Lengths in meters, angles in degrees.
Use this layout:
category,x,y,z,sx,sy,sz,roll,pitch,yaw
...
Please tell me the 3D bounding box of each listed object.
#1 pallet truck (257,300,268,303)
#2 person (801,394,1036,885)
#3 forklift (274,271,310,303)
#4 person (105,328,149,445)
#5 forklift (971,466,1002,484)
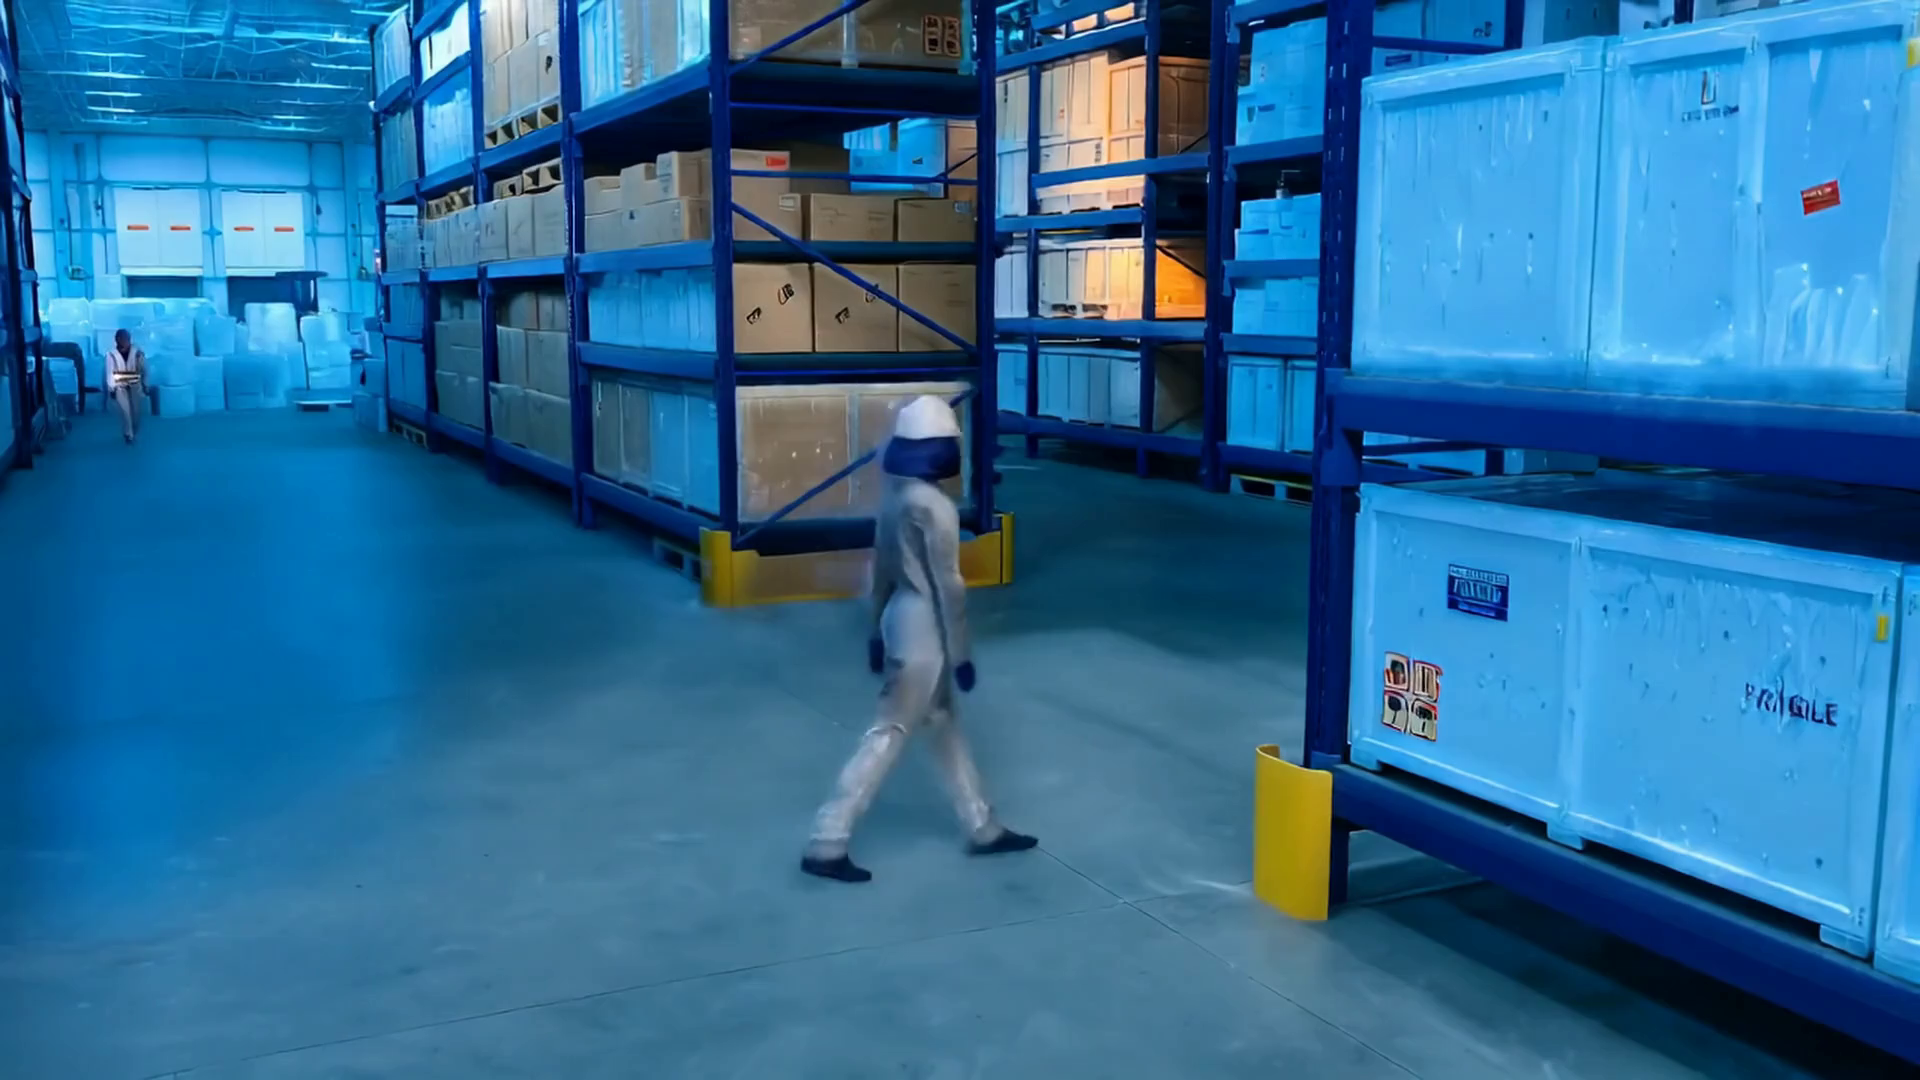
category,x,y,z,sx,sy,sz,roll,pitch,yaw
pallet truck,-23.913,-7.404,58.171,1.885,1.965,0.823,-1,8,-9
person,-0.158,0.344,5.788,0.919,1.699,0.492,-3,9,-22
forklift,-19.394,-6.432,48.444,1.873,2.768,1.129,6,10,35
person,-11.557,-2.130,23.071,0.531,1.622,0.423,-5,10,-33
forklift,-0.459,-2.050,18.221,1.129,2.768,1.873,-4,9,-26
